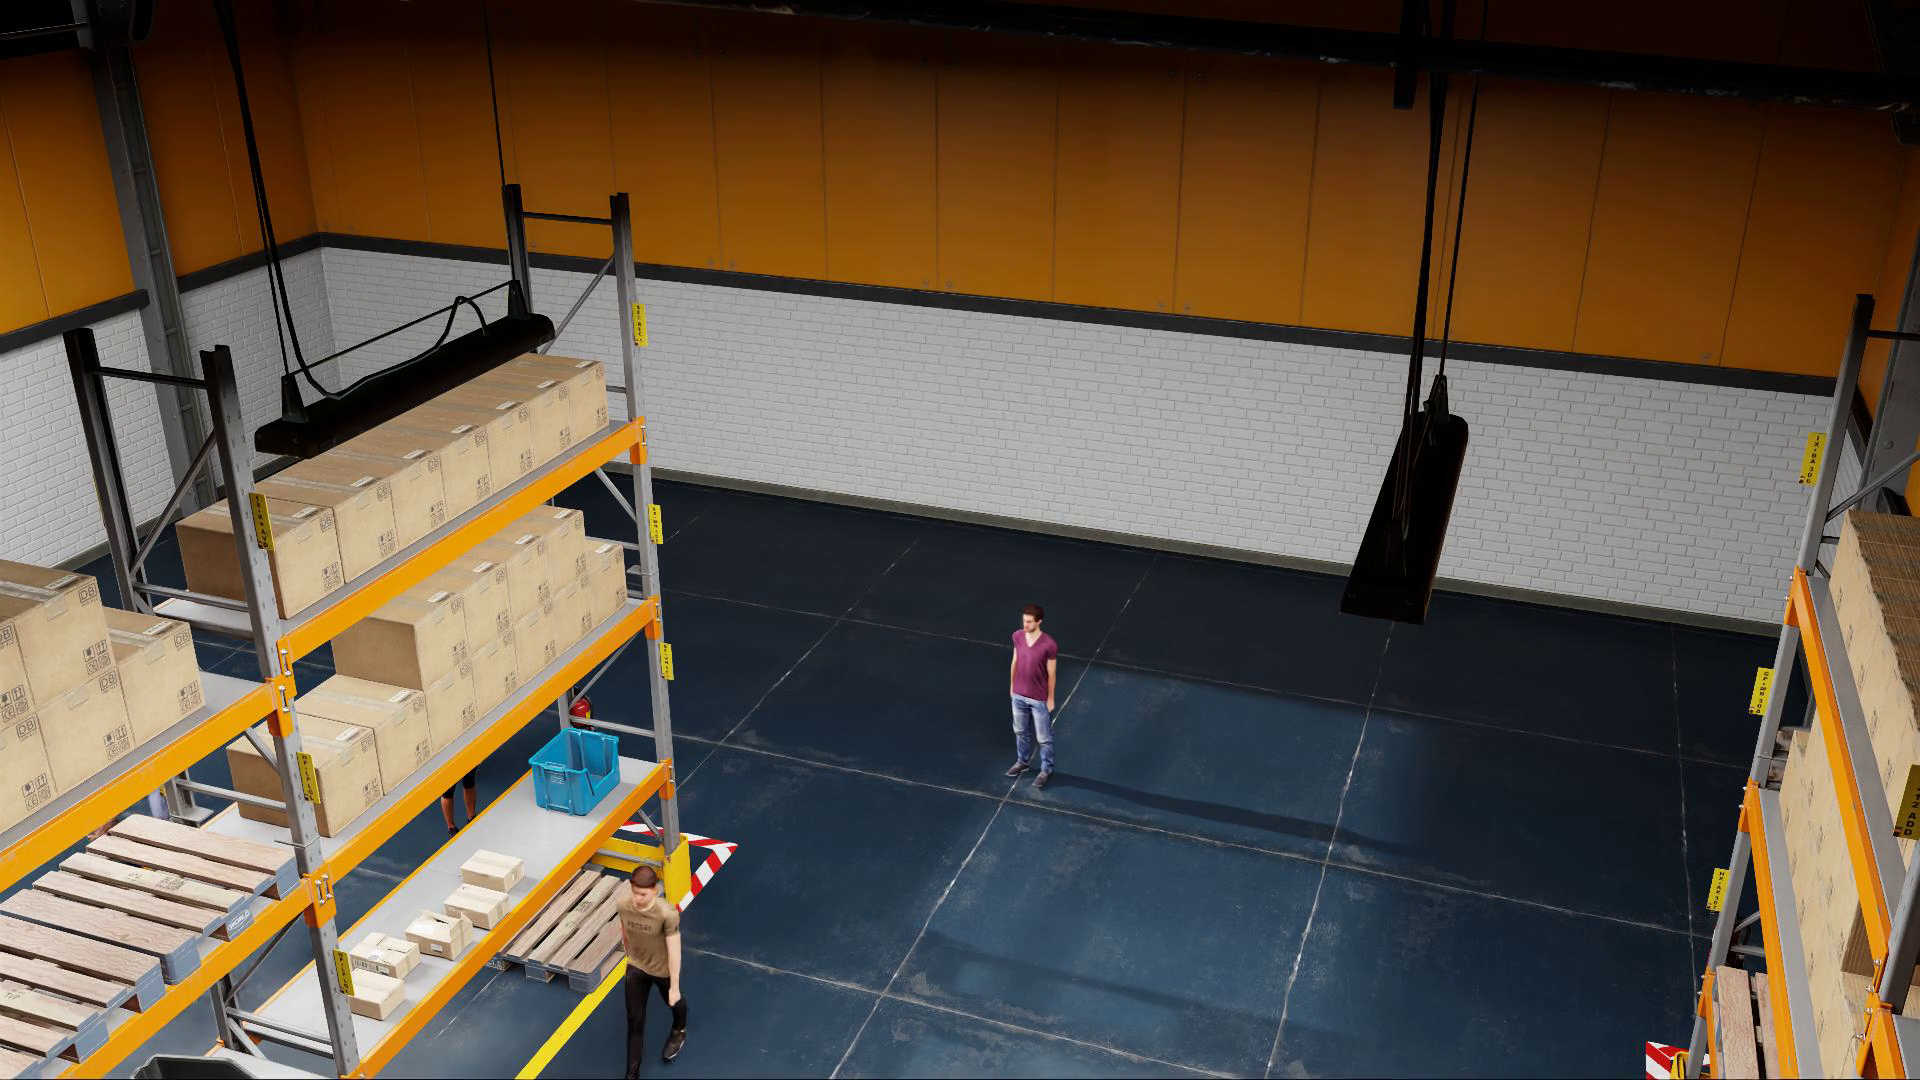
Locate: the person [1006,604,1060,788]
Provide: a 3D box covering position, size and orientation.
[{"bbox_3d":[0.692,1.429,15.670,0.702,1.848,0.639,17,29,33],"label":"person"}]

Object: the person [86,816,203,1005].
[{"bbox_3d":[-6.101,2.795,12.440,0.939,1.932,1.066,22,32,40],"label":"person"}]

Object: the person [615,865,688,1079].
[{"bbox_3d":[-2.169,3.049,12.019,0.733,1.803,1.208,7,25,16],"label":"person"}]
